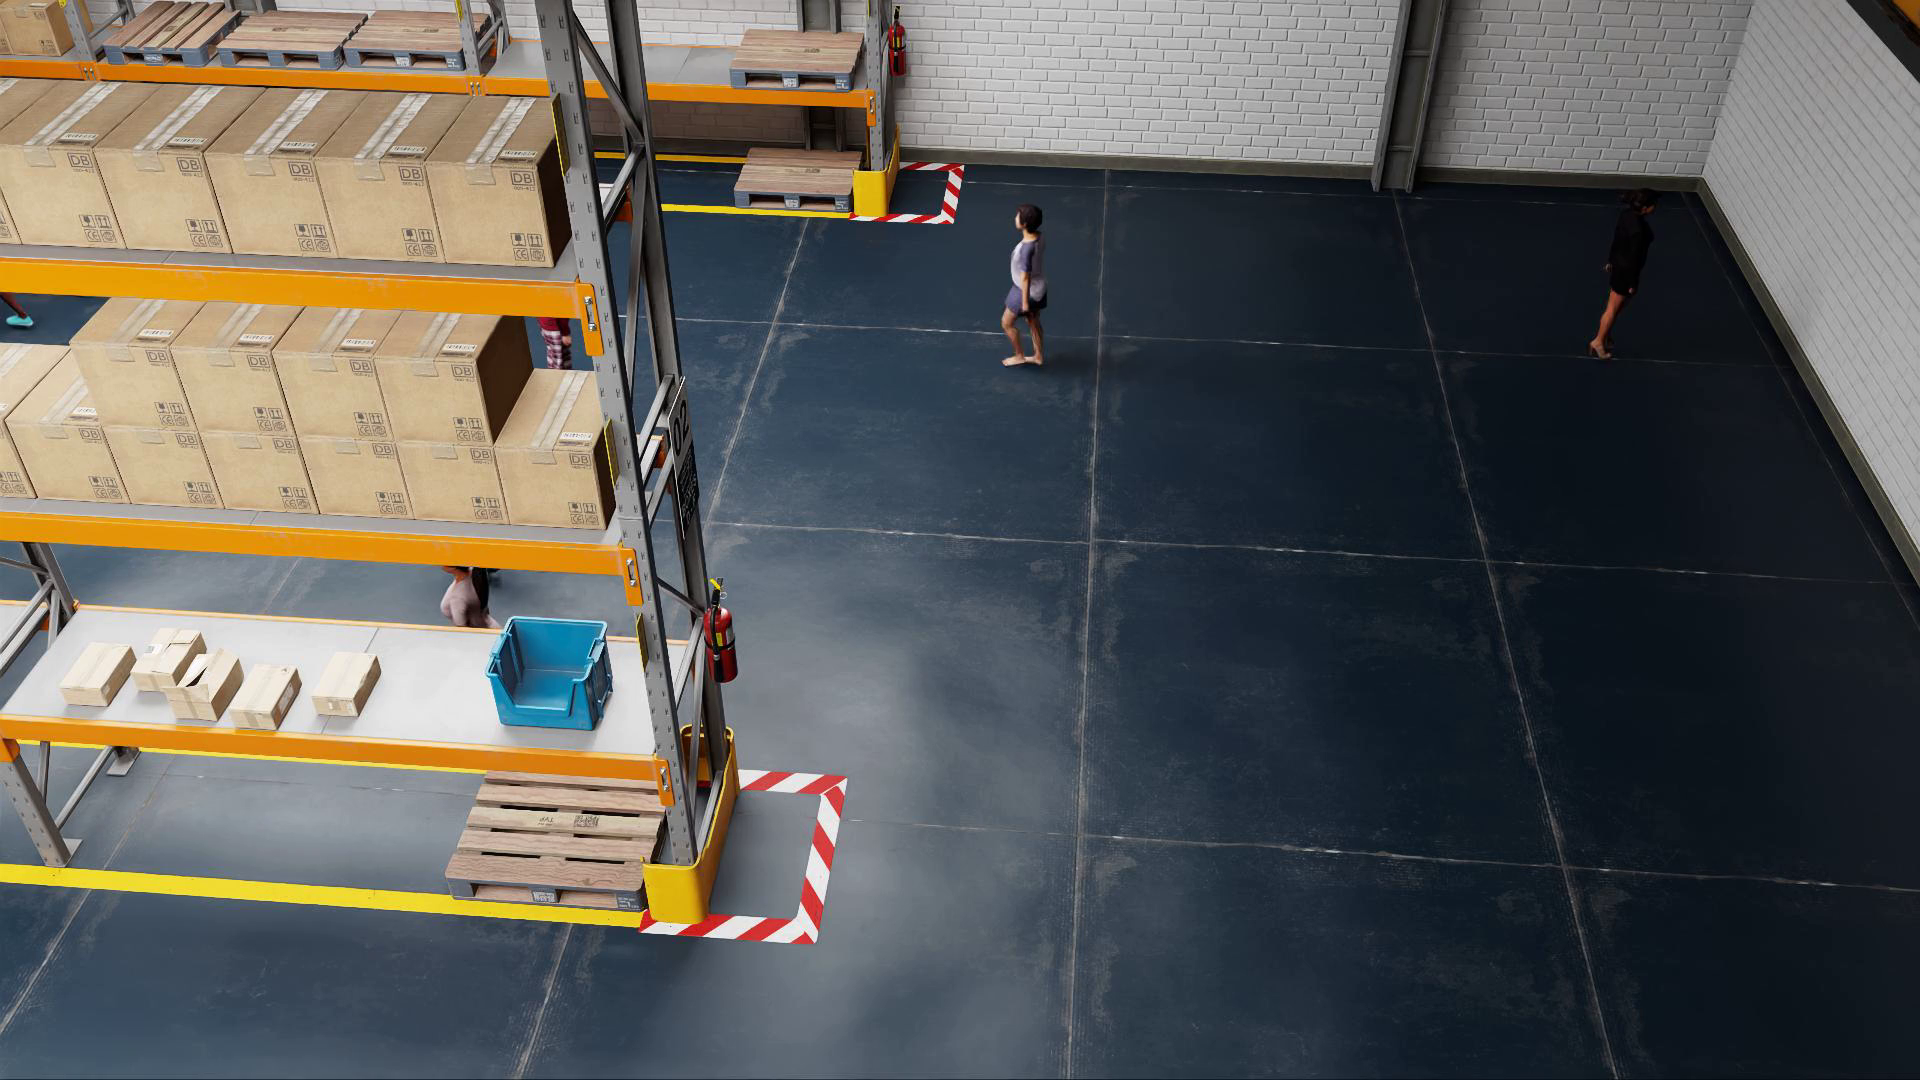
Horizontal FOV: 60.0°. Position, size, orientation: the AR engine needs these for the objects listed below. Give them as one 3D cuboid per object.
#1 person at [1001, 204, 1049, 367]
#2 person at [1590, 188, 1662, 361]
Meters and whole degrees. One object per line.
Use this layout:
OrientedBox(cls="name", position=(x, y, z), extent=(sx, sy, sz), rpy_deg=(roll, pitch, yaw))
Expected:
OrientedBox(cls="person", position=(0.655, -2.146, 14.275), extent=(0.662, 1.548, 0.647), rpy_deg=(13, 40, 16))
OrientedBox(cls="person", position=(5.670, -2.295, 14.395), extent=(0.625, 1.632, 0.608), rpy_deg=(2, 39, 2))
